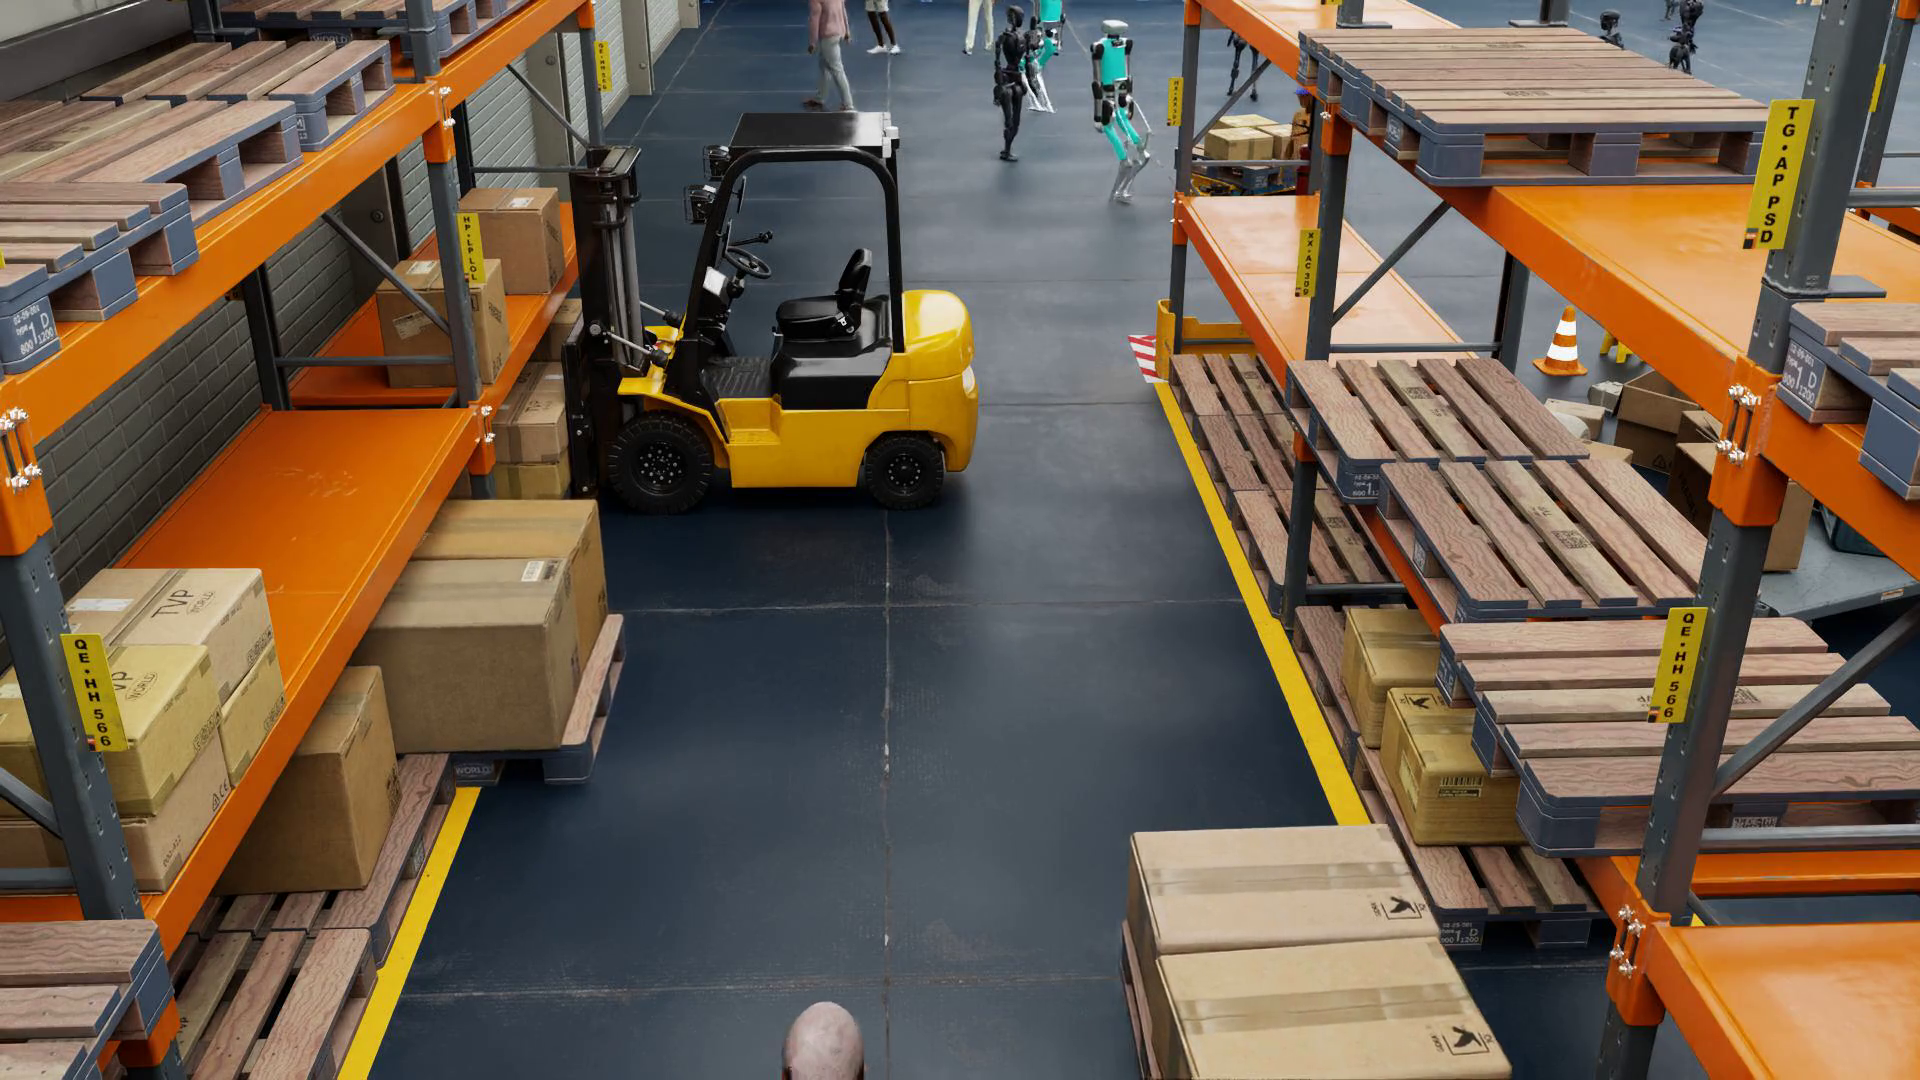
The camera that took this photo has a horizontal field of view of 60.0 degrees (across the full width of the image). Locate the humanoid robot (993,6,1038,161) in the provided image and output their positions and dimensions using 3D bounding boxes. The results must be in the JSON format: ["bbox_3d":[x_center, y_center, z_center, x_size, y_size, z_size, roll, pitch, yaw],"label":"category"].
[{"bbox_3d":[0.594,-5.028,18.318,0.599,1.653,0.418,-22,33,-39],"label":"humanoid robot"}]

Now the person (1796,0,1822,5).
[{"bbox_3d":[15.360,-10.567,29.783,0.399,1.891,0.524,-22,33,-39],"label":"person"}]

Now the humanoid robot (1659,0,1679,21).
[{"bbox_3d":[12.120,-9.639,28.083,0.582,1.640,0.597,-15,29,-29],"label":"humanoid robot"}]

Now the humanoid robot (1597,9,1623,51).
[{"bbox_3d":[6.914,-4.905,18.055,0.608,1.641,0.538,-18,30,-33],"label":"humanoid robot"}]

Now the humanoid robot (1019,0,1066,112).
[{"bbox_3d":[0.964,-6.223,20.715,0.536,1.765,0.674,-19,31,-35],"label":"humanoid robot"}]

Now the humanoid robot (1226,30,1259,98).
[{"bbox_3d":[3.769,-6.607,21.666,0.589,1.629,0.487,10,27,20],"label":"humanoid robot"}]

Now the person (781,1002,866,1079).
[{"bbox_3d":[-0.258,1.793,3.658,0.553,1.845,0.501,0,25,-1],"label":"person"}]

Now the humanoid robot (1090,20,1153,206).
[{"bbox_3d":[1.648,-4.175,16.444,0.531,1.807,0.707,-22,33,-39],"label":"humanoid robot"}]

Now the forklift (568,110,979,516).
[{"bbox_3d":[-1.043,-1.379,9.976,2.313,2.155,1.214,-1,25,-2],"label":"forklift"}]

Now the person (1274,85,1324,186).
[{"bbox_3d":[2.919,-3.099,14.222,0.884,1.671,0.465,-14,28,-26],"label":"person"}]

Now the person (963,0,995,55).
[{"bbox_3d":[0.306,-8.163,24.904,0.572,1.699,0.905,7,26,15],"label":"person"}]

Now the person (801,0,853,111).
[{"bbox_3d":[-1.714,-6.205,20.565,0.925,1.877,0.696,10,27,21],"label":"person"}]

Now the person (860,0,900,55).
[{"bbox_3d":[-1.237,-8.199,24.802,0.434,1.861,0.637,-21,33,-38],"label":"person"}]

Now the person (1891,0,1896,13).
[{"bbox_3d":[15.894,-9.567,27.871,0.532,1.700,0.946,-8,26,-16],"label":"person"}]

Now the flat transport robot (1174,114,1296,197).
[{"bbox_3d":[2.969,-3.683,17.102,1.431,0.231,0.659,-16,30,-31],"label":"flat transport robot"}]

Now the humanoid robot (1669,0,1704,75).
[{"bbox_3d":[9.080,-6.309,21.045,0.696,1.634,0.591,15,29,29],"label":"humanoid robot"}]
